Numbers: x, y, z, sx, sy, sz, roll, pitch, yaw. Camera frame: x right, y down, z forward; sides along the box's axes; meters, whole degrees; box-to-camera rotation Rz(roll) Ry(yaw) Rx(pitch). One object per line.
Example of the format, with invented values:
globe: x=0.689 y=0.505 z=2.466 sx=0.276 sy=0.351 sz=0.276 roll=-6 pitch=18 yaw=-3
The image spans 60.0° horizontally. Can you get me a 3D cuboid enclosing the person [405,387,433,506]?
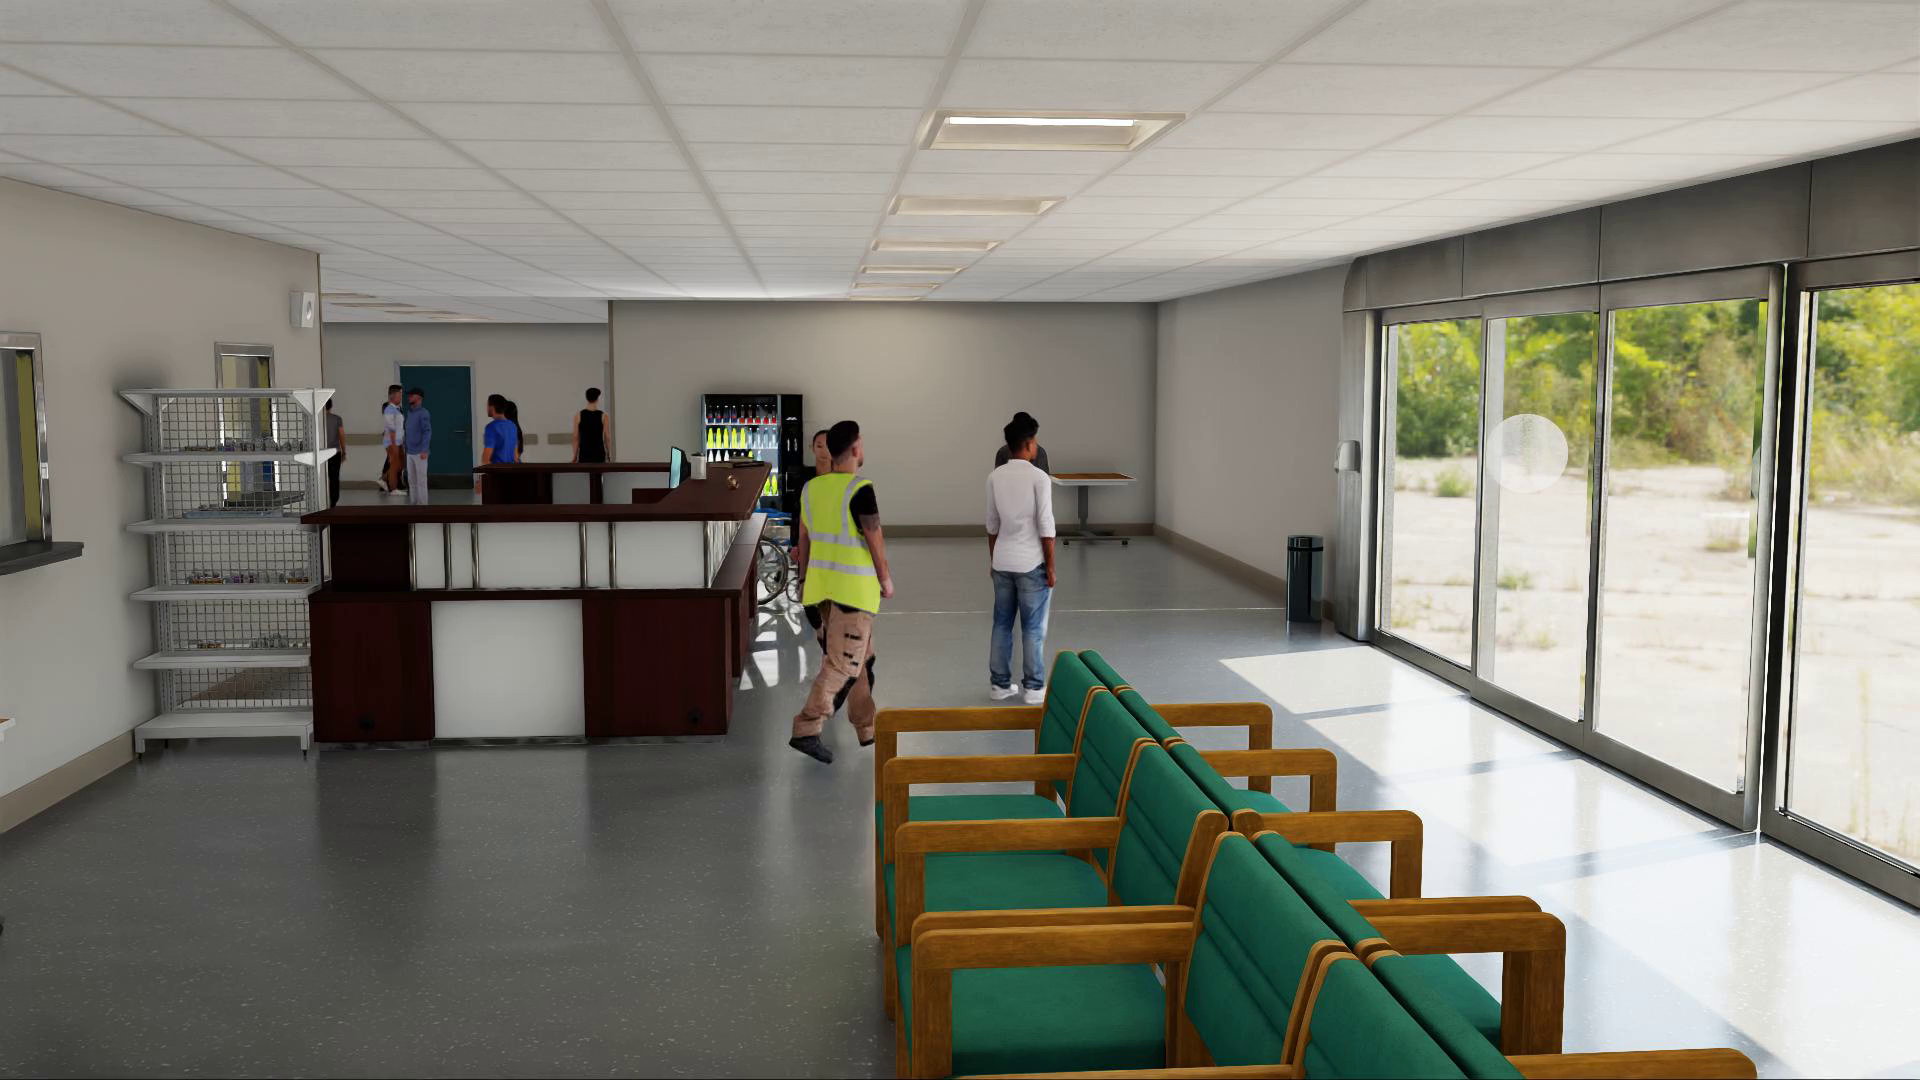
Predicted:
person: x=-7.977 y=-1.306 z=24.445 sx=0.742 sy=1.887 sz=0.792 roll=5 pitch=8 yaw=43

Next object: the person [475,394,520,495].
person: x=-4.873 y=-0.619 z=17.994 sx=1.294 sy=1.813 sz=0.952 roll=2 pitch=6 yaw=17

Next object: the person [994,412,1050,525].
person: x=0.529 y=-0.214 z=14.231 sx=0.538 sy=1.760 sz=0.725 roll=1 pitch=6 yaw=8

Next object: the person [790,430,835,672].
person: x=-0.966 y=0.095 z=11.521 sx=0.967 sy=1.688 sz=0.698 roll=0 pitch=6 yaw=0

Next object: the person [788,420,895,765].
person: x=-0.650 y=0.298 z=8.889 sx=1.244 sy=1.810 sz=1.130 roll=-5 pitch=8 yaw=-43

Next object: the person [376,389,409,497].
person: x=-9.664 y=-1.642 z=28.146 sx=0.764 sy=1.816 sz=0.679 roll=0 pitch=6 yaw=-4

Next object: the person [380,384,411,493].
person: x=-9.998 y=-1.761 z=29.038 sx=0.882 sy=1.873 sz=0.778 roll=0 pitch=6 yaw=3

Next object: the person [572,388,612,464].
person: x=-5.115 y=-1.159 z=23.033 sx=0.582 sy=1.879 sz=0.762 roll=0 pitch=6 yaw=-3

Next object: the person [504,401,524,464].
person: x=-5.210 y=-0.745 z=19.540 sx=0.721 sy=1.753 sz=0.693 roll=2 pitch=6 yaw=17

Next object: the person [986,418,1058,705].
person: x=0.379 y=0.123 z=10.642 sx=0.713 sy=1.808 sz=0.787 roll=4 pitch=7 yaw=36
